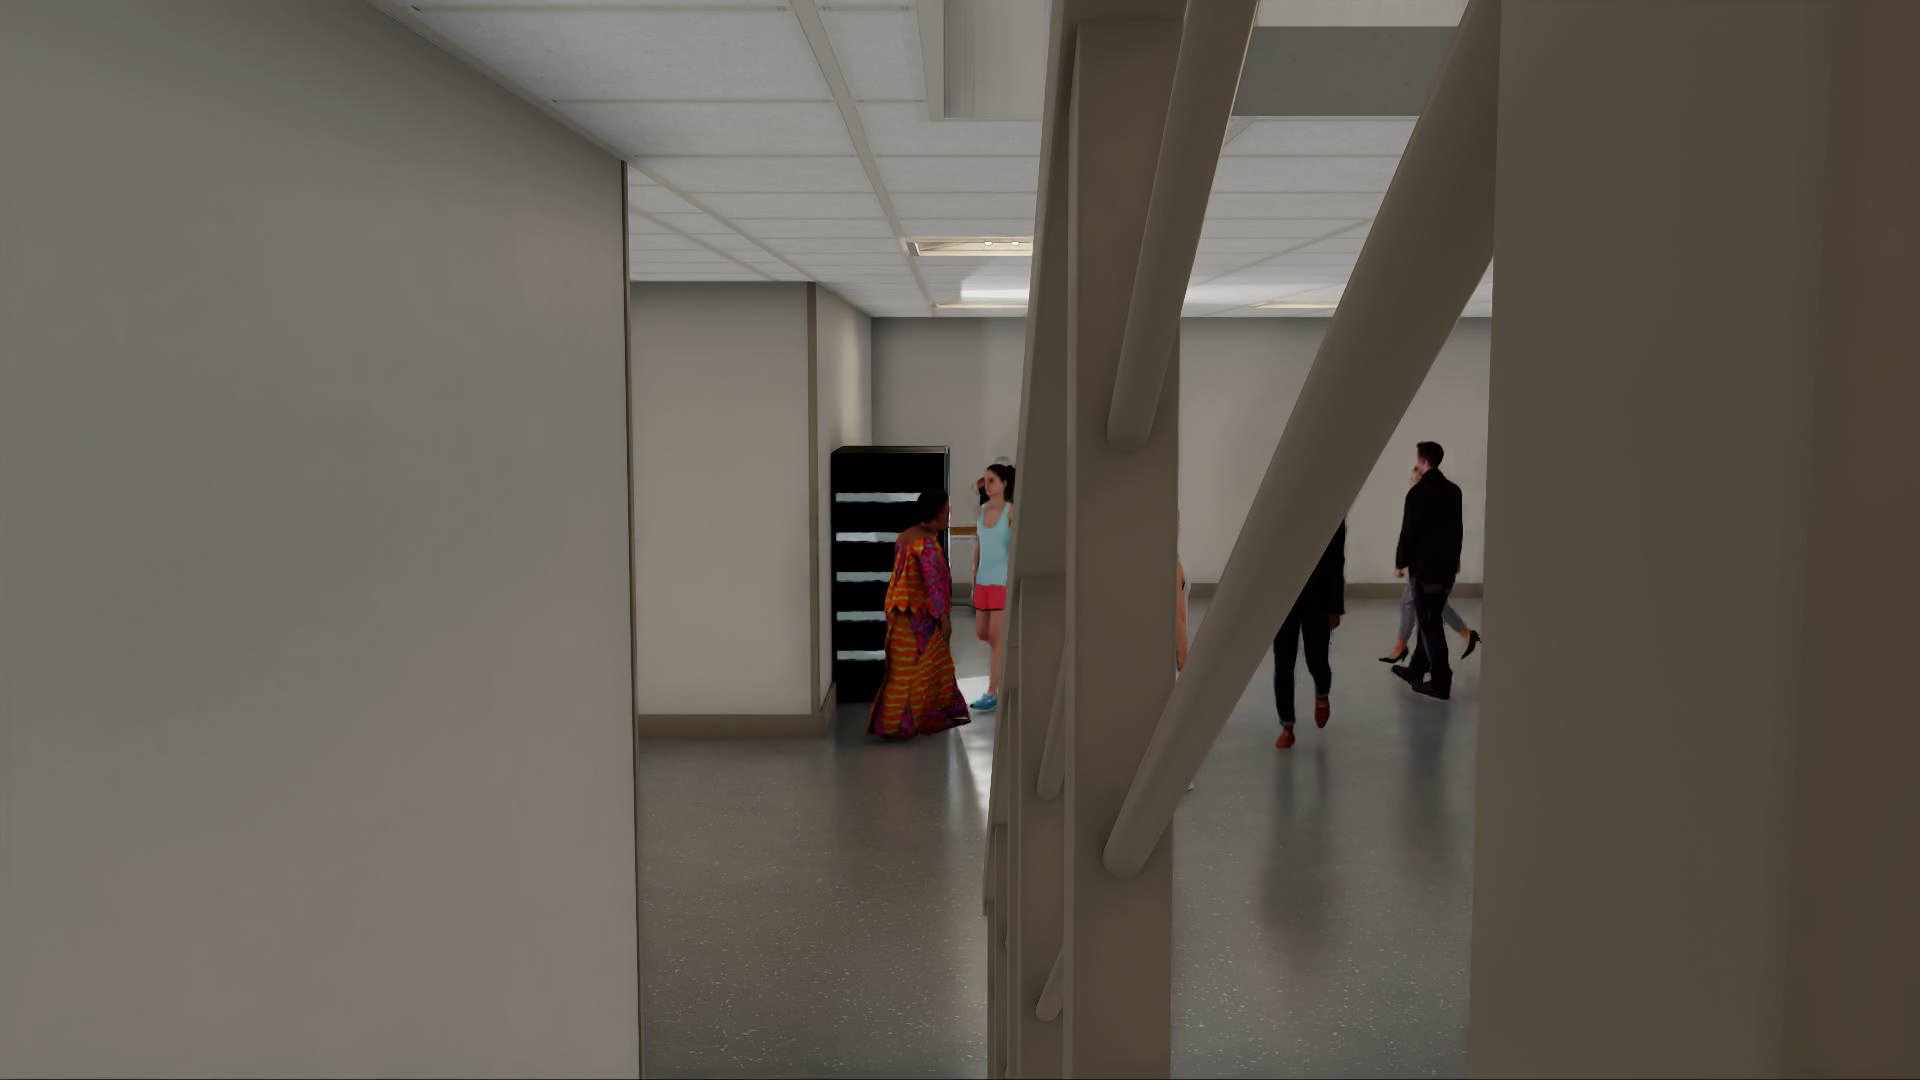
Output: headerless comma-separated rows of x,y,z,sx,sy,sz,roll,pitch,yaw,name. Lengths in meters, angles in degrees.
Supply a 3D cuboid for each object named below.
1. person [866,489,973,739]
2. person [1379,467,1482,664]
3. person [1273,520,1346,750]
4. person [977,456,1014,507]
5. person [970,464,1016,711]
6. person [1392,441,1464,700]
-0.351,0.491,10.849,0.889,1.642,0.981,-2,6,-19,person
3.891,0.225,13.576,0.695,1.639,0.993,0,6,3,person
2.222,0.430,10.731,0.897,1.801,1.060,2,6,21,person
0.368,0.042,15.498,0.743,1.620,0.823,2,6,15,person
0.325,0.333,11.937,0.942,1.753,1.006,6,8,44,person
3.555,0.227,12.302,0.985,1.891,1.085,-4,7,-35,person
